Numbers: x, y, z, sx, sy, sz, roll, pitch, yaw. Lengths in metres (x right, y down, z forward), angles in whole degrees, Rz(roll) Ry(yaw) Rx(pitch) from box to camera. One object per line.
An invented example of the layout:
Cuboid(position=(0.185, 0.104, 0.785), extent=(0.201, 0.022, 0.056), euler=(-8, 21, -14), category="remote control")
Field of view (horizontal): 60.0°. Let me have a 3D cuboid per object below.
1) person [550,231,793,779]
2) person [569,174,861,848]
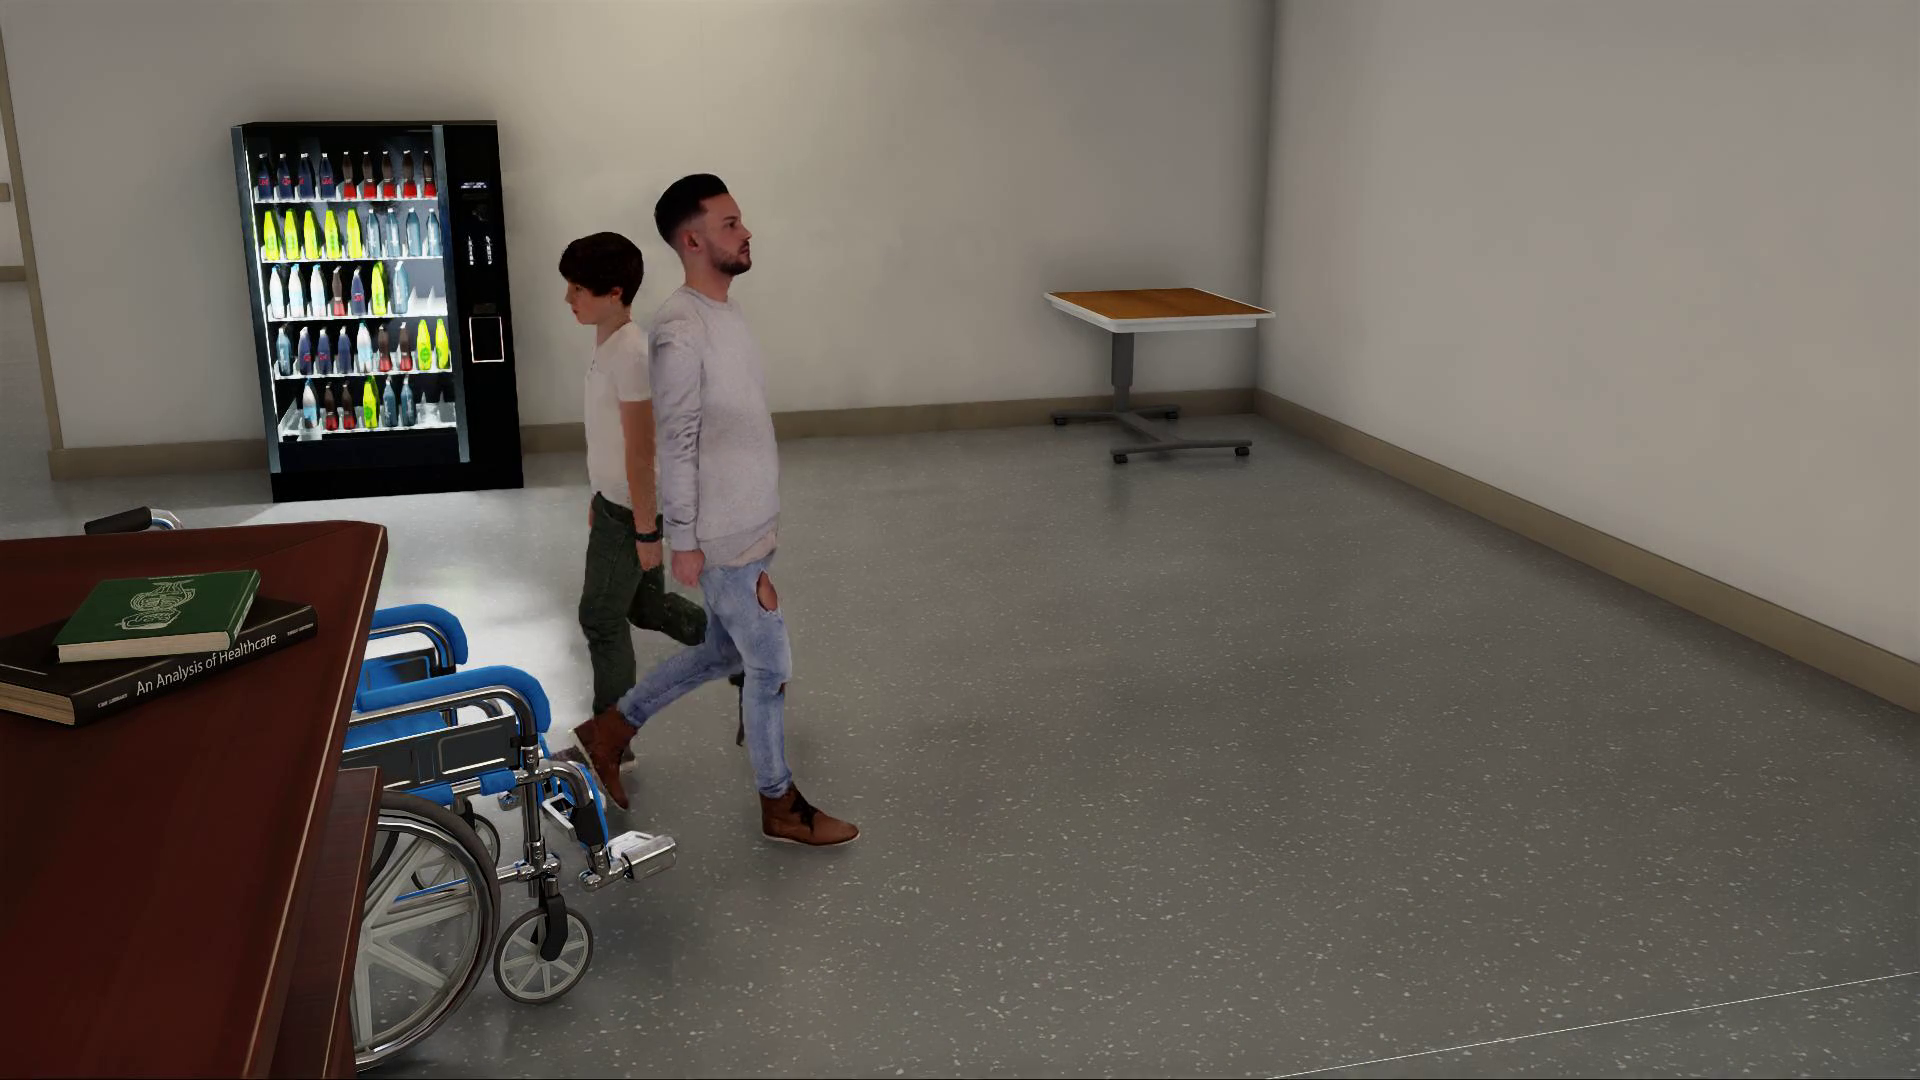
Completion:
Cuboid(position=(-0.898, -0.087, 4.959), extent=(1.024, 1.636, 0.638), euler=(-6, 17, -21), category="person")
Cuboid(position=(-0.706, -0.040, 4.456), extent=(1.181, 1.818, 0.952), euler=(2, 16, 8), category="person")
